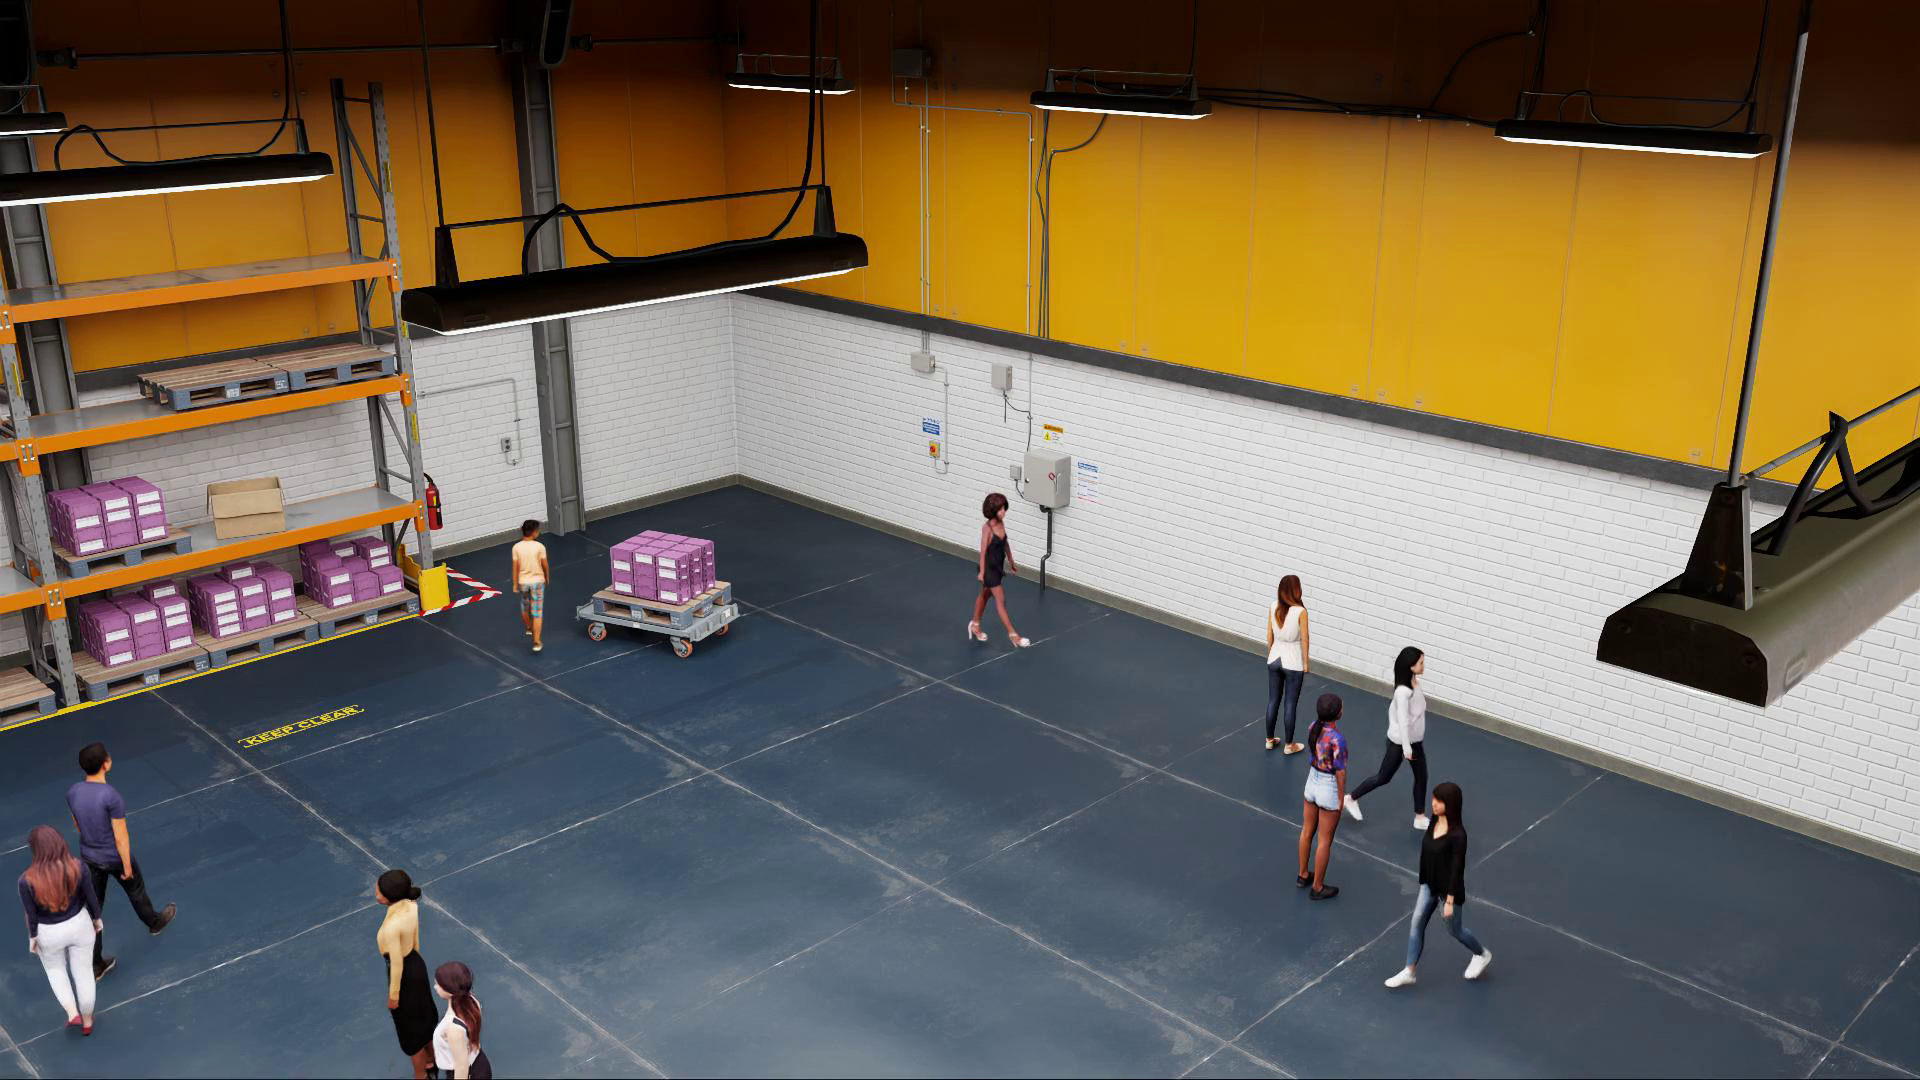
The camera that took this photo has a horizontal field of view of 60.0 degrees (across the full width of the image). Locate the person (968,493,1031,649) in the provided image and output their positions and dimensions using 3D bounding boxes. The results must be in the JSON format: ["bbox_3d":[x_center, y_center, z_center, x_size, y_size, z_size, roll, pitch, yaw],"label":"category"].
[{"bbox_3d":[0.273,0.333,18.295,0.843,1.753,1.028,8,20,23],"label":"person"}]

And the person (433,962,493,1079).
[{"bbox_3d":[-2.920,3.227,9.869,0.678,1.647,0.634,-2,19,-5],"label":"person"}]

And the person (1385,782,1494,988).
[{"bbox_3d":[3.573,2.506,12.057,1.147,1.615,0.874,-7,20,-20],"label":"person"}]

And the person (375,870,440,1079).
[{"bbox_3d":[-3.610,2.890,10.858,0.731,1.655,0.662,1,19,3],"label":"person"}]

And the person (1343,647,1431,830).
[{"bbox_3d":[3.724,1.721,14.308,0.849,1.667,1.098,12,22,31],"label":"person"}]

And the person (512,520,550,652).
[{"bbox_3d":[-4.706,0.520,18.255,0.952,1.424,0.981,-2,19,-5],"label":"person"}]

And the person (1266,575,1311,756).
[{"bbox_3d":[3.085,1.171,15.758,0.590,1.785,0.538,15,24,38],"label":"person"}]

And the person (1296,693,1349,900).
[{"bbox_3d":[2.895,2.022,13.297,0.605,1.742,0.632,-10,21,-28],"label":"person"}]

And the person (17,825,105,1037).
[{"bbox_3d":[-6.149,2.729,11.424,0.568,1.598,0.725,-13,22,-33],"label":"person"}]

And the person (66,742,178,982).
[{"bbox_3d":[-6.337,2.390,12.210,1.058,1.738,1.205,3,19,9],"label":"person"}]
